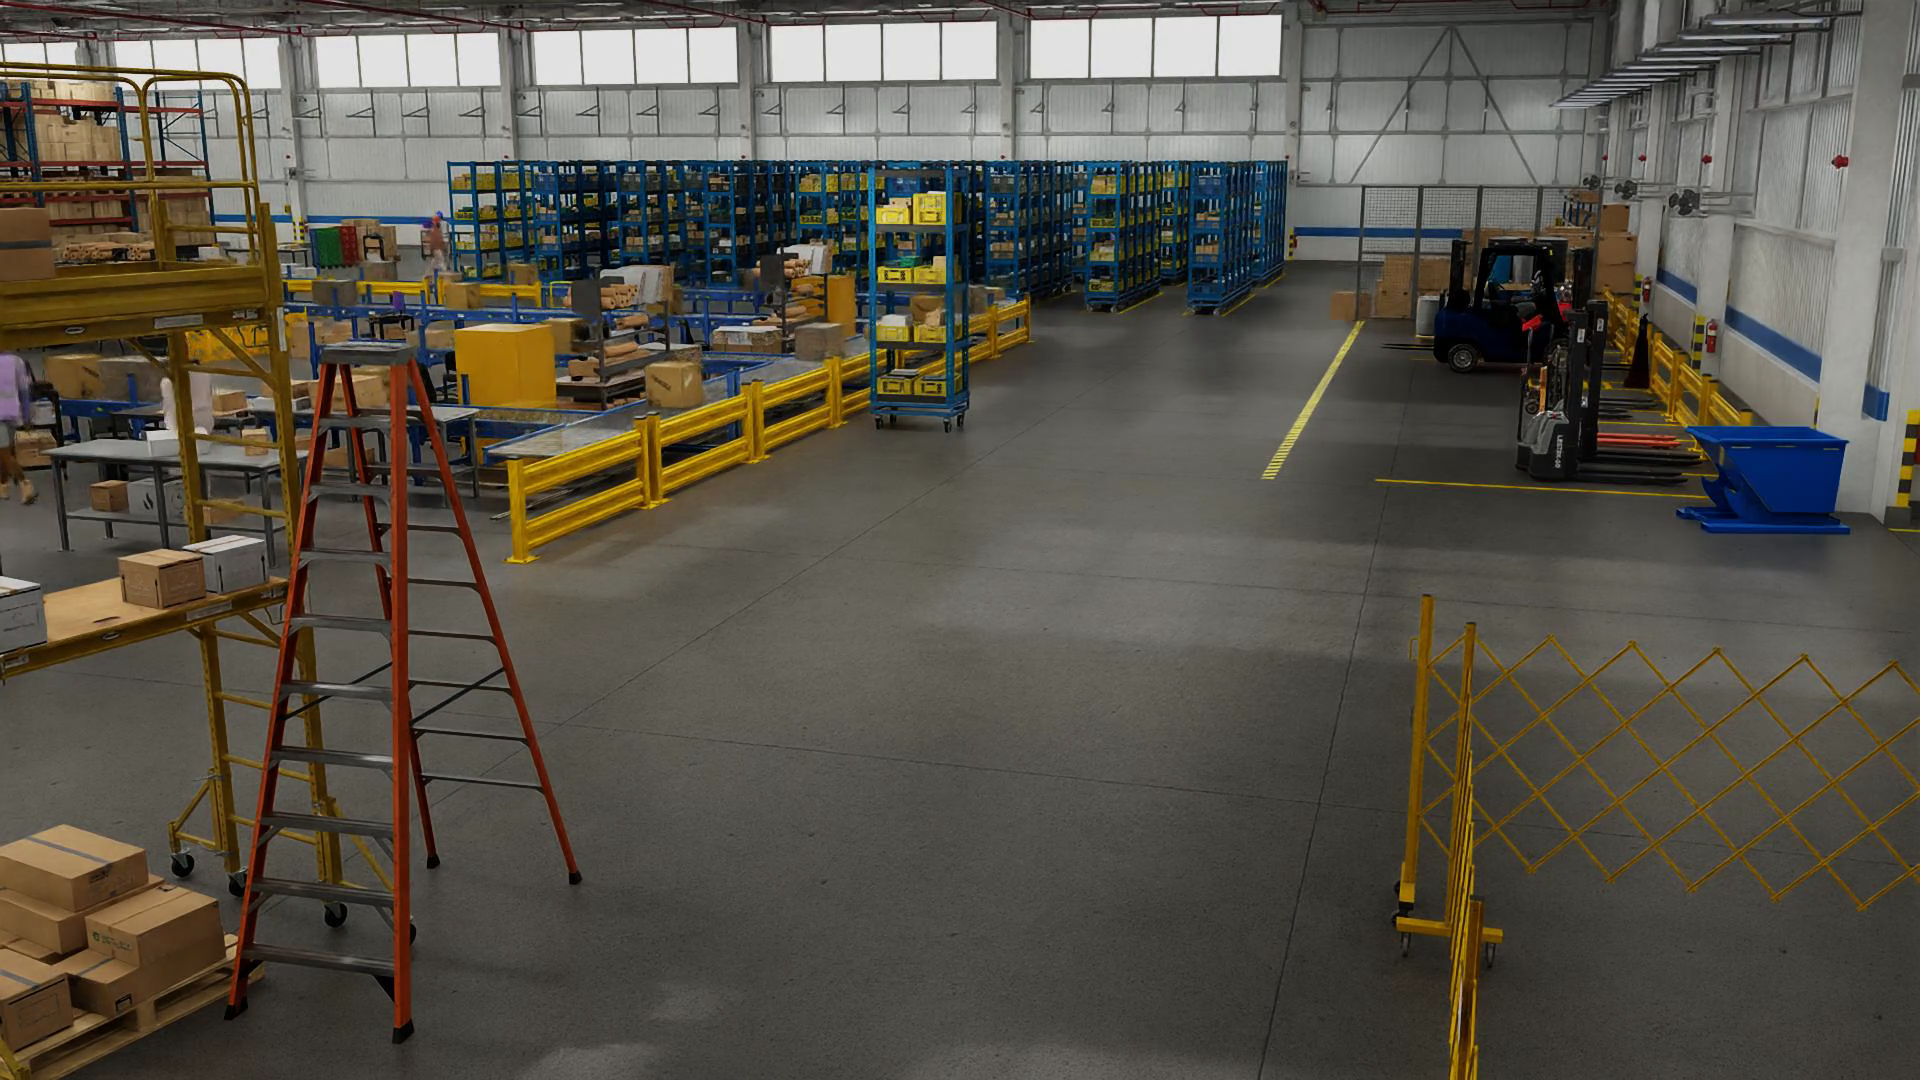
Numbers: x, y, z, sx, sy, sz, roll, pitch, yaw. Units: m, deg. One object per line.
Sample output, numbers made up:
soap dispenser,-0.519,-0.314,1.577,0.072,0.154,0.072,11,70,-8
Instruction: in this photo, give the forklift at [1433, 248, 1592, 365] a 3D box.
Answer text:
forklift,9.780,-4.111,29.280,2.680,1.987,1.157,3,13,14

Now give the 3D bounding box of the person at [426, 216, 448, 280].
person,-15.978,-8.917,50.841,1.016,1.947,0.633,1,13,6

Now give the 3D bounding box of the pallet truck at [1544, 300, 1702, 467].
pallet truck,8.263,-1.952,20.631,1.885,1.965,0.823,5,14,20

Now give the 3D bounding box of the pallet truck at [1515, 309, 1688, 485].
pallet truck,7.554,-1.677,19.446,1.885,1.965,0.823,3,13,14

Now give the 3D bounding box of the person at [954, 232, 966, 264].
person,-0.108,-8.709,50.306,0.613,1.780,0.768,10,16,36

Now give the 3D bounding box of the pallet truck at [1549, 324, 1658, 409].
pallet truck,9.824,-2.669,25.407,1.601,1.201,0.680,4,14,16

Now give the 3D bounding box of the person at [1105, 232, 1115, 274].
person,4.358,-8.240,48.121,0.380,1.845,0.570,4,14,17

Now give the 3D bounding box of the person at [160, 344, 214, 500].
person,-7.999,-1.125,17.295,0.458,1.896,0.657,5,14,22

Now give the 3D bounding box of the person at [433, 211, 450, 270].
person,-17.230,-9.931,55.230,0.425,1.940,0.624,8,15,32

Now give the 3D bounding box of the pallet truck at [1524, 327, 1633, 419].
pallet truck,9.065,-2.460,24.370,1.522,1.261,0.704,3,13,14

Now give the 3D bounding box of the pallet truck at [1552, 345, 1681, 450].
pallet truck,8.641,-1.896,21.908,1.630,1.274,0.653,4,14,16

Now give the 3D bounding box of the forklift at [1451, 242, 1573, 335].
forklift,10.464,-4.597,31.405,2.680,1.987,1.157,4,14,16

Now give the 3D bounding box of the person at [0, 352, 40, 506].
person,-10.428,-1.371,18.126,0.998,2.007,0.621,6,15,26
